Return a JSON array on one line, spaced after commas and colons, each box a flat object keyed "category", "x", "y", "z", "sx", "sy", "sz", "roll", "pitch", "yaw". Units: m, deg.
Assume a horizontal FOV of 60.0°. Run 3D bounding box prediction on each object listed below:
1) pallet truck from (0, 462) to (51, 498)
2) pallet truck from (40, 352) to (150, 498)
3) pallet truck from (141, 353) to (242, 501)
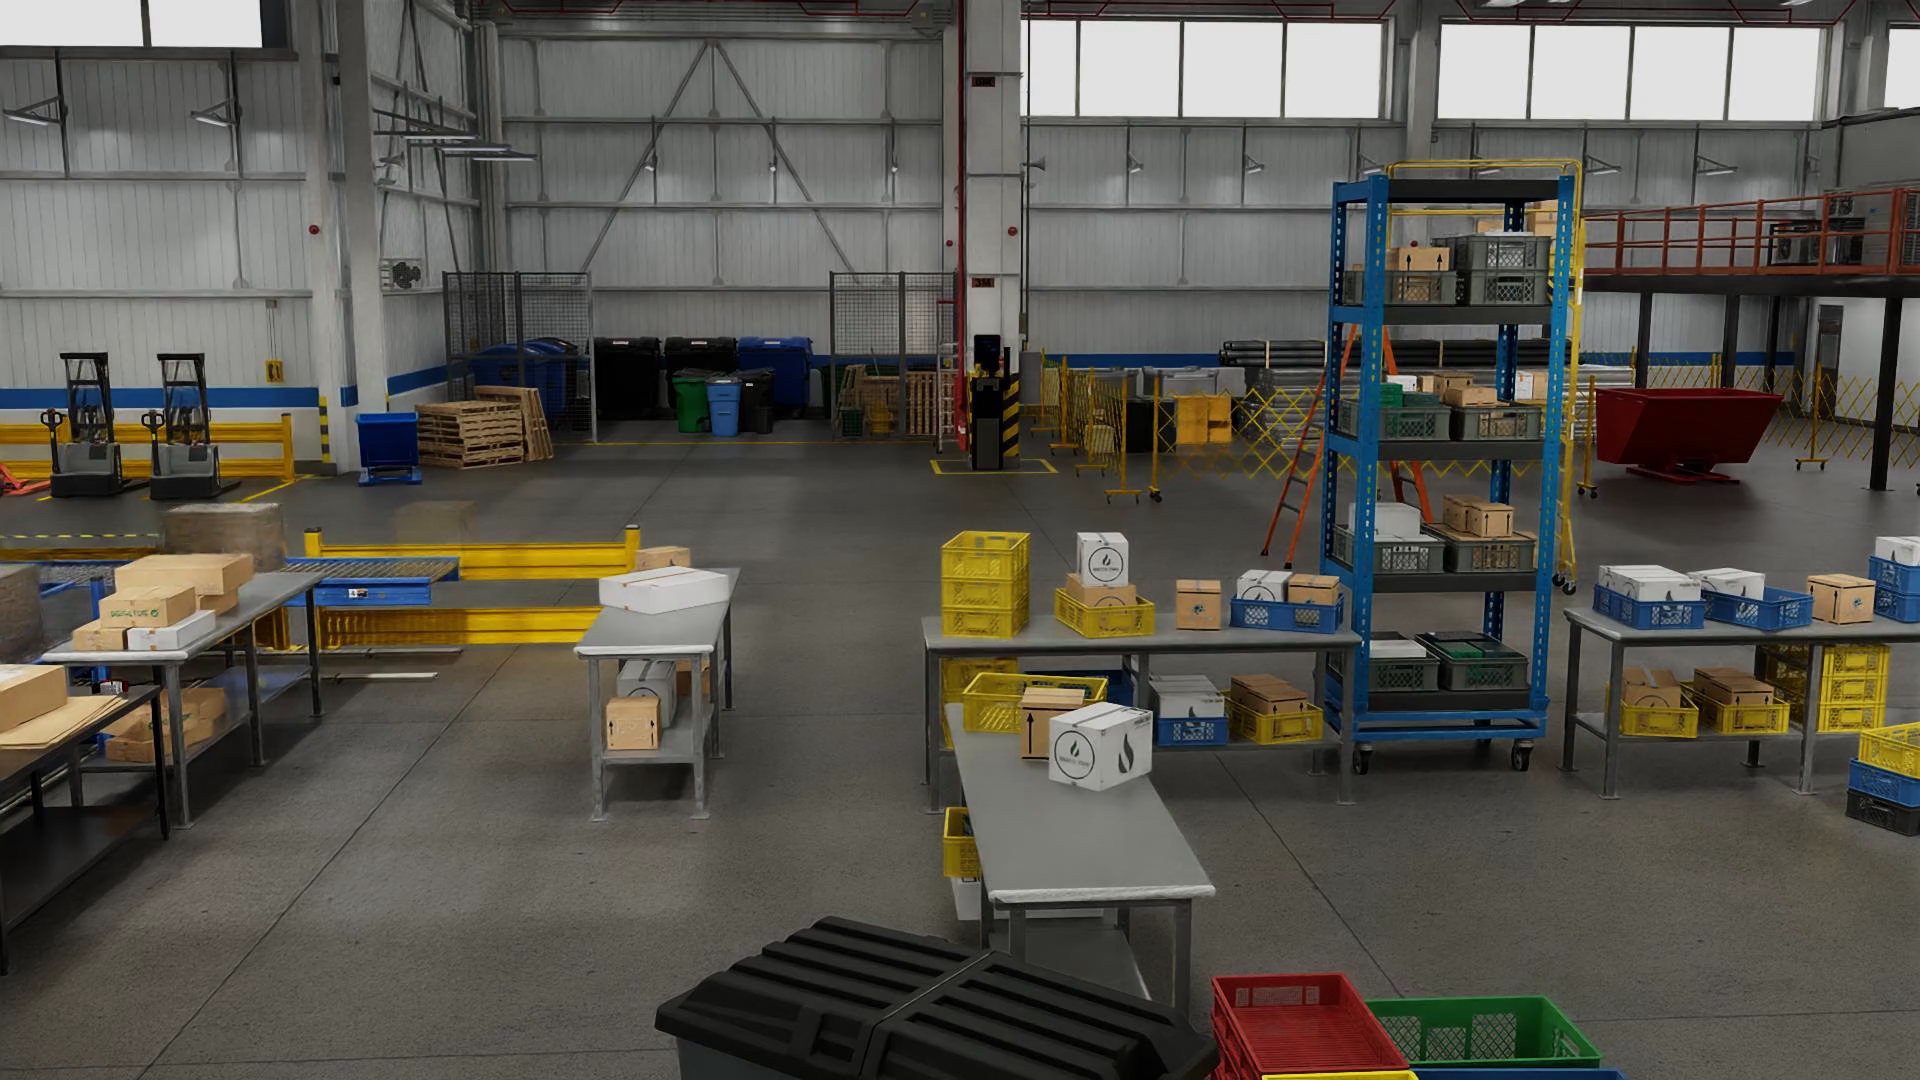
[{"category": "pallet truck", "x": -13.193, "y": -1.293, "z": 23.148, "sx": 0.653, "sy": 1.274, "sz": 1.630, "roll": -1, "pitch": 9, "yaw": -4}, {"category": "pallet truck", "x": -11.907, "y": -1.642, "z": 23.165, "sx": 0.823, "sy": 1.965, "sz": 1.885, "roll": 0, "pitch": 9, "yaw": 0}, {"category": "pallet truck", "x": -10.520, "y": -1.604, "z": 22.925, "sx": 0.823, "sy": 1.965, "sz": 1.885, "roll": -1, "pitch": 9, "yaw": -6}]
